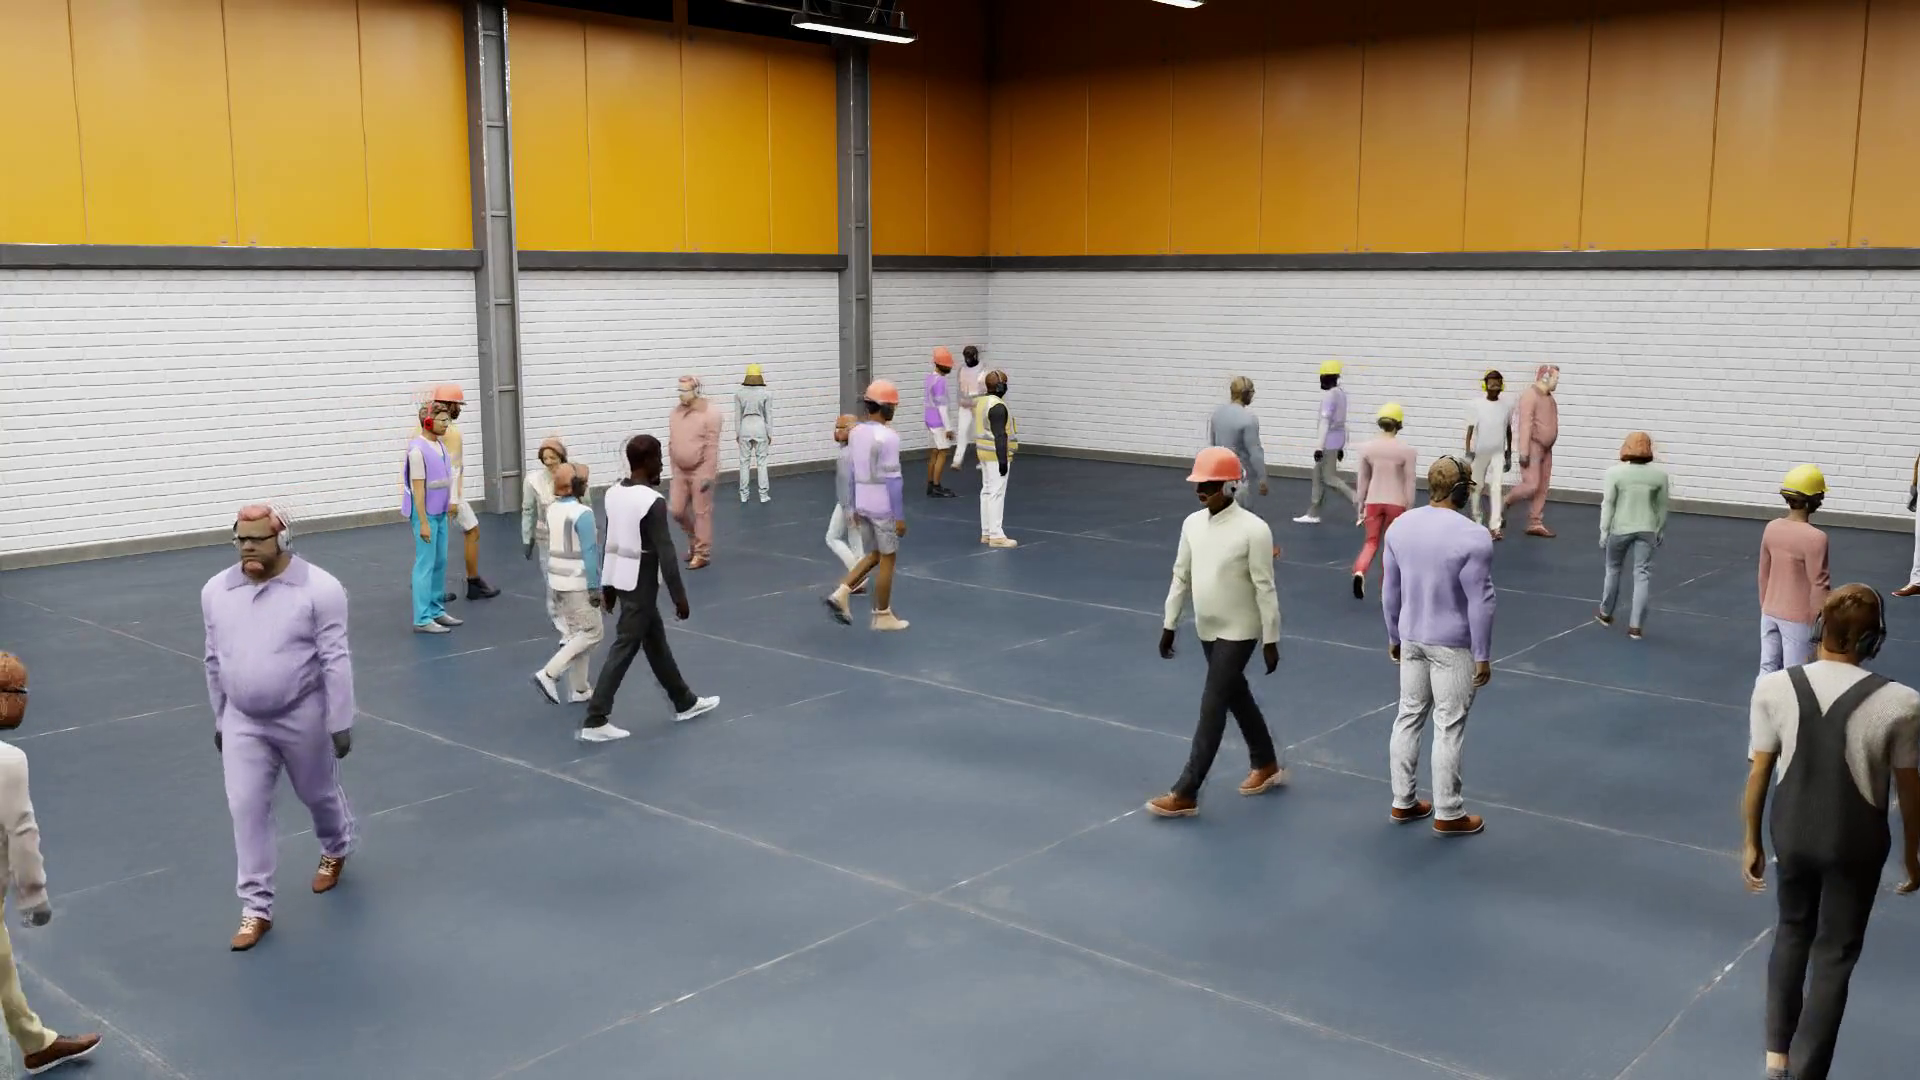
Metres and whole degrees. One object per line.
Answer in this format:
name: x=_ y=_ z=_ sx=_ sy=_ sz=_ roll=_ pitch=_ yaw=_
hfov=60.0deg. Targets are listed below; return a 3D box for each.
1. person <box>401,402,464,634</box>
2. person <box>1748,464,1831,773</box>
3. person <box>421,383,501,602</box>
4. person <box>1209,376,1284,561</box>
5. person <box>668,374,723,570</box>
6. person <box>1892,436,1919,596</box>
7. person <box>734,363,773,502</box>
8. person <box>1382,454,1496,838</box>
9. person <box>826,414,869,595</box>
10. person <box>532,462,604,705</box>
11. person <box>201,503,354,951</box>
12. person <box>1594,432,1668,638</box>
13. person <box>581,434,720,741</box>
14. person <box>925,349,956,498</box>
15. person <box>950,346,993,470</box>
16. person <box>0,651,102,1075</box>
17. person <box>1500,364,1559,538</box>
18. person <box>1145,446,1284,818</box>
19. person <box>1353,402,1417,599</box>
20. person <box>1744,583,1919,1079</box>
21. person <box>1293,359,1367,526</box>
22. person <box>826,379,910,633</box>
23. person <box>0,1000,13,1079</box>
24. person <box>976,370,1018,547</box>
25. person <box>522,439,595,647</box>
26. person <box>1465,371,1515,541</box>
person: x=-4.227 y=-0.180 z=13.240 sx=0.384 sy=1.836 sz=0.567 roll=1 pitch=9 yaw=3
person: x=4.752 y=0.452 z=9.472 sx=0.299 sy=1.772 sz=0.533 roll=-2 pitch=9 yaw=-10
person: x=-4.353 y=-0.405 z=14.424 sx=0.572 sy=1.902 sz=0.797 roll=9 pitch=13 yaw=44
person: x=2.678 y=-0.612 z=15.786 sx=1.032 sy=1.879 sz=0.656 roll=-4 pitch=10 yaw=-22
person: x=-2.573 y=-0.652 z=16.032 sx=0.642 sy=1.888 sz=0.430 roll=5 pitch=10 yaw=27
person: x=8.475 y=-0.397 z=14.470 sx=0.329 sy=1.877 sz=0.508 roll=-3 pitch=10 yaw=-20
person: x=-2.581 y=-1.341 z=20.842 sx=0.480 sy=1.734 sz=0.334 roll=0 pitch=9 yaw=0
person: x=2.428 y=0.531 z=8.442 sx=0.354 sy=1.938 sz=0.636 roll=-7 pitch=11 yaw=-36
person: x=-0.989 y=-0.301 z=14.668 sx=0.342 sy=1.622 sz=0.505 roll=5 pitch=10 yaw=26
person: x=-2.559 y=0.302 z=10.857 sx=0.487 sy=1.621 sz=0.527 roll=-7 pitch=12 yaw=-39
person: x=-2.980 y=0.748 z=7.321 sx=0.651 sy=1.869 sz=0.916 roll=0 pitch=9 yaw=-2
person: x=5.315 y=-0.061 z=13.197 sx=0.532 sy=1.596 sz=0.787 roll=1 pitch=9 yaw=7
person: x=-1.941 y=0.280 z=10.269 sx=1.030 sy=1.862 sz=0.613 roll=-7 pitch=11 yaw=-37
person: x=-0.254 y=-1.485 z=21.242 sx=0.375 sy=1.883 sz=0.610 roll=-1 pitch=9 yaw=-5
person: x=0.165 y=-1.896 z=24.099 sx=0.643 sy=1.801 sz=0.867 roll=4 pitch=10 yaw=26
person: x=-3.314 y=1.158 z=5.591 sx=0.566 sy=1.583 sz=0.748 roll=5 pitch=10 yaw=28
person: x=6.202 y=-0.977 z=18.085 sx=0.671 sy=1.882 sz=0.619 roll=-9 pitch=12 yaw=-43
person: x=1.405 y=0.464 z=8.845 sx=1.010 sy=1.948 sz=0.643 roll=-6 pitch=11 yaw=-31
person: x=3.624 y=-0.302 z=14.241 sx=0.523 sy=1.754 sz=0.563 roll=7 pitch=11 yaw=36
person: x=2.970 y=1.041 z=5.647 sx=0.499 sy=1.815 sz=0.619 roll=9 pitch=13 yaw=44
person: x=4.240 y=-1.098 z=18.797 sx=0.832 sy=1.904 sz=0.590 roll=3 pitch=10 yaw=21
person: x=-0.696 y=-0.253 z=13.097 sx=0.580 sy=2.028 sz=0.616 roll=-6 pitch=11 yaw=-33
person: x=-2.462 y=1.284 z=3.804 sx=0.579 sy=1.911 sz=0.514 roll=2 pitch=9 yaw=12
person: x=0.390 y=-0.854 z=17.435 sx=0.429 sy=1.846 sz=0.633 roll=-2 pitch=9 yaw=-14
person: x=-3.109 y=-0.007 z=12.922 sx=0.564 sy=1.583 sz=0.869 roll=-2 pitch=9 yaw=-11
person: x=5.717 y=-0.926 z=17.993 sx=0.543 sy=1.815 sz=1.002 roll=1 pitch=9 yaw=6
